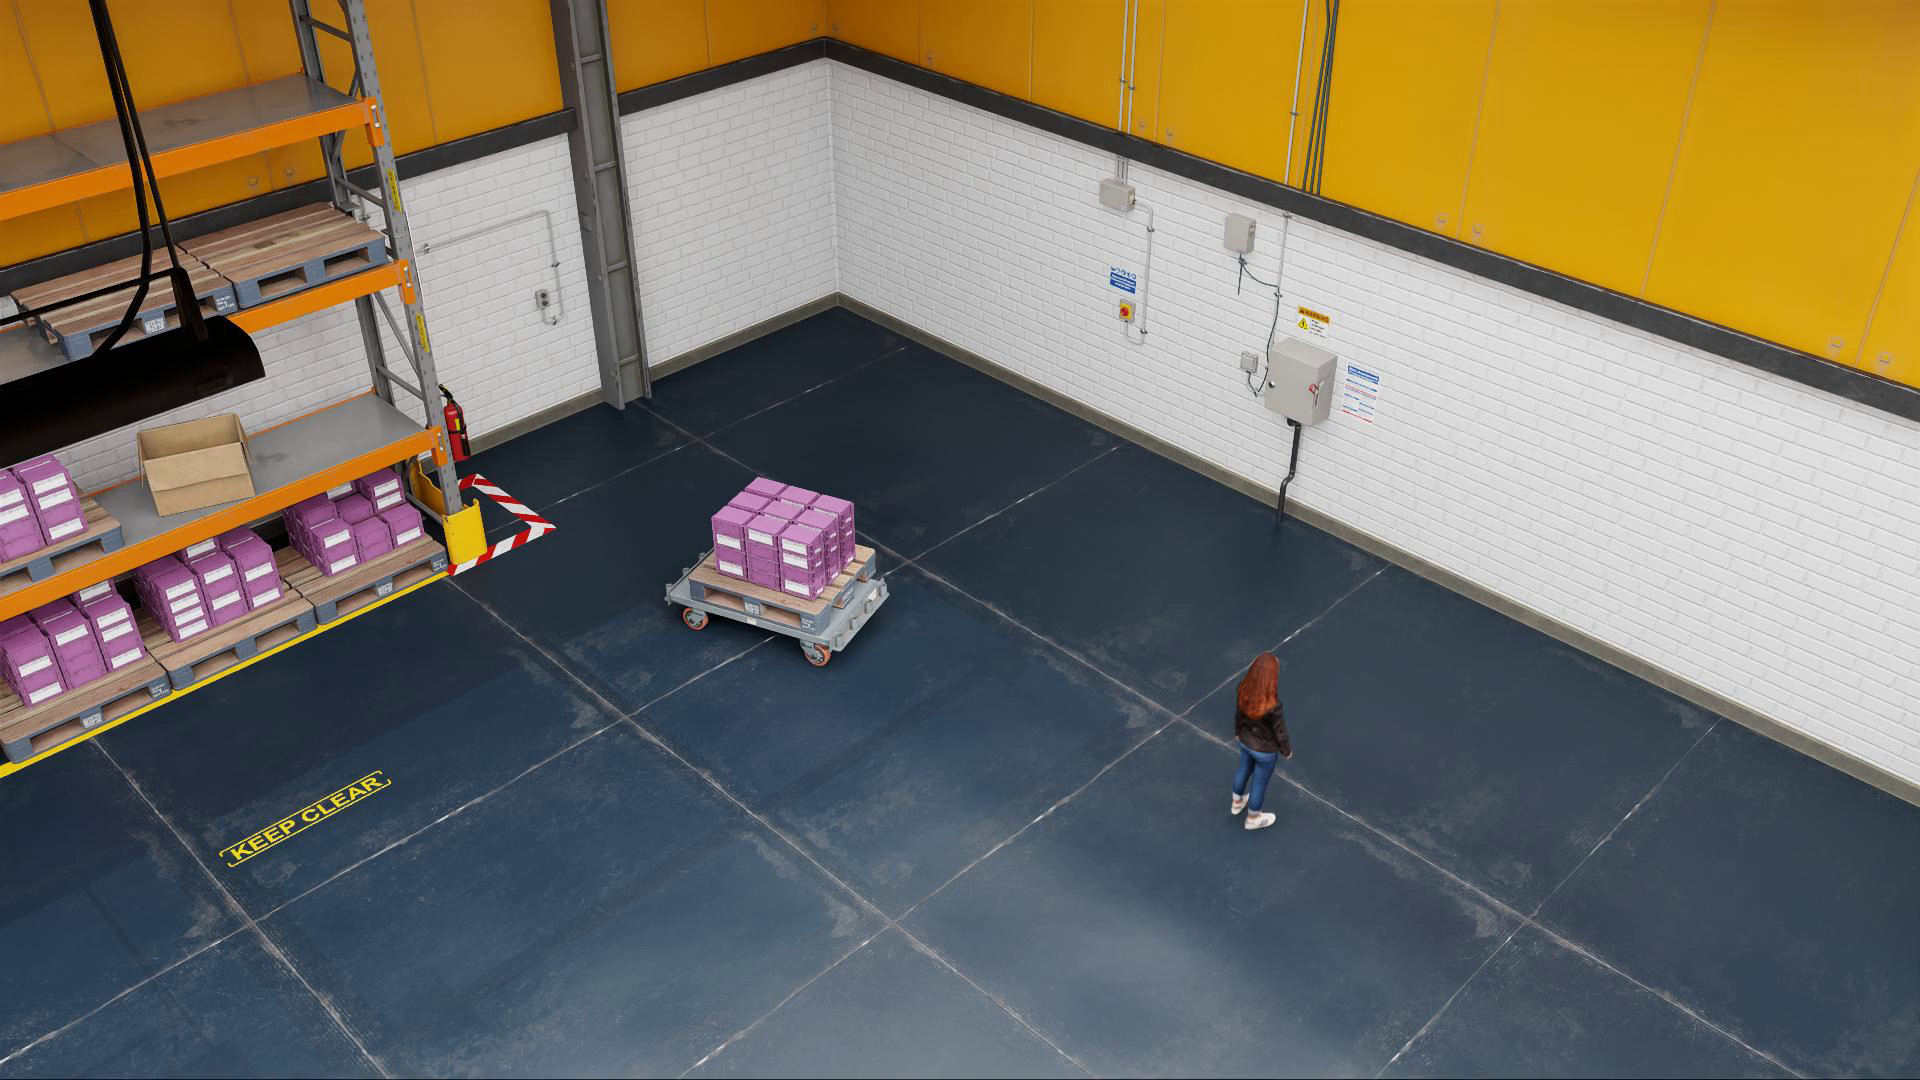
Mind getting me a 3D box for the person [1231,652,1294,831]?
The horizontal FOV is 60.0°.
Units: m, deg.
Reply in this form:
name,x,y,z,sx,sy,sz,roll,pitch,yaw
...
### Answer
name,x,y,z,sx,sy,sz,roll,pitch,yaw
person,2.033,1.394,11.390,0.618,1.479,0.617,-21,39,-29
